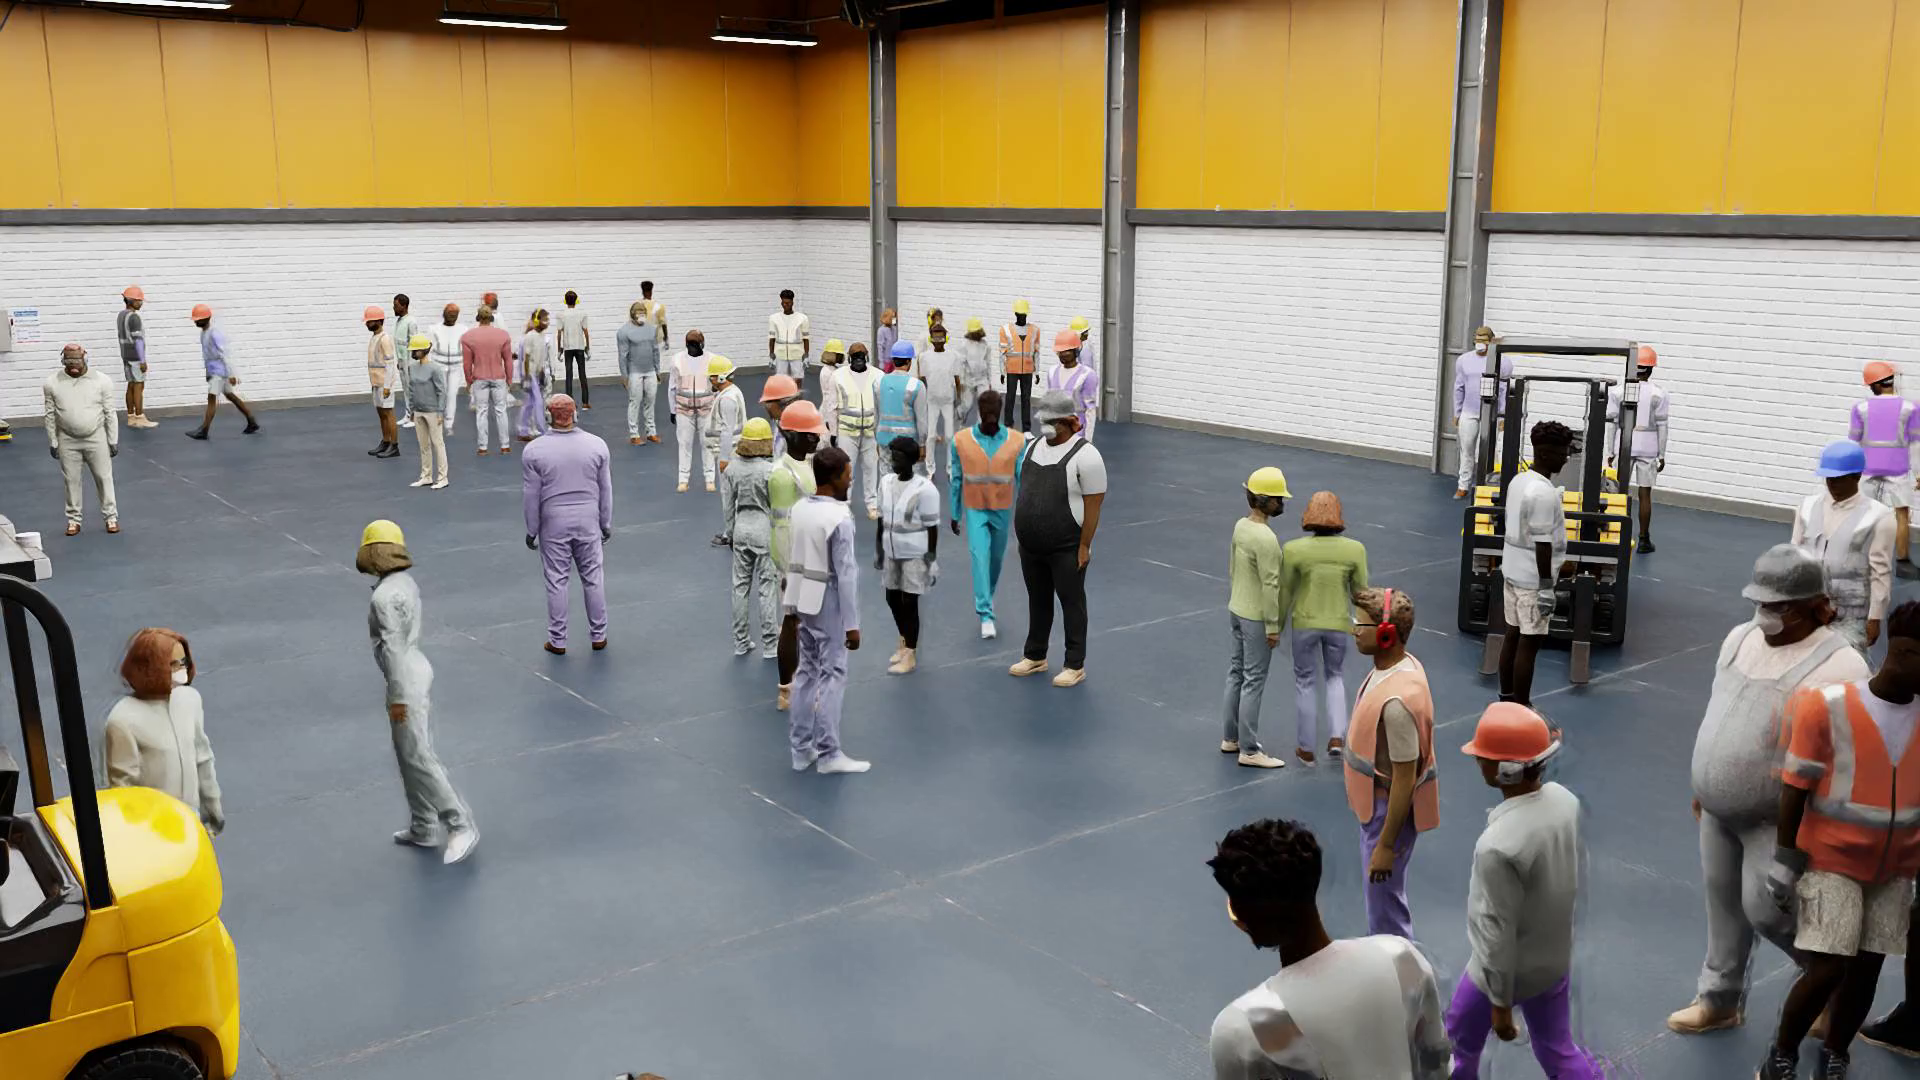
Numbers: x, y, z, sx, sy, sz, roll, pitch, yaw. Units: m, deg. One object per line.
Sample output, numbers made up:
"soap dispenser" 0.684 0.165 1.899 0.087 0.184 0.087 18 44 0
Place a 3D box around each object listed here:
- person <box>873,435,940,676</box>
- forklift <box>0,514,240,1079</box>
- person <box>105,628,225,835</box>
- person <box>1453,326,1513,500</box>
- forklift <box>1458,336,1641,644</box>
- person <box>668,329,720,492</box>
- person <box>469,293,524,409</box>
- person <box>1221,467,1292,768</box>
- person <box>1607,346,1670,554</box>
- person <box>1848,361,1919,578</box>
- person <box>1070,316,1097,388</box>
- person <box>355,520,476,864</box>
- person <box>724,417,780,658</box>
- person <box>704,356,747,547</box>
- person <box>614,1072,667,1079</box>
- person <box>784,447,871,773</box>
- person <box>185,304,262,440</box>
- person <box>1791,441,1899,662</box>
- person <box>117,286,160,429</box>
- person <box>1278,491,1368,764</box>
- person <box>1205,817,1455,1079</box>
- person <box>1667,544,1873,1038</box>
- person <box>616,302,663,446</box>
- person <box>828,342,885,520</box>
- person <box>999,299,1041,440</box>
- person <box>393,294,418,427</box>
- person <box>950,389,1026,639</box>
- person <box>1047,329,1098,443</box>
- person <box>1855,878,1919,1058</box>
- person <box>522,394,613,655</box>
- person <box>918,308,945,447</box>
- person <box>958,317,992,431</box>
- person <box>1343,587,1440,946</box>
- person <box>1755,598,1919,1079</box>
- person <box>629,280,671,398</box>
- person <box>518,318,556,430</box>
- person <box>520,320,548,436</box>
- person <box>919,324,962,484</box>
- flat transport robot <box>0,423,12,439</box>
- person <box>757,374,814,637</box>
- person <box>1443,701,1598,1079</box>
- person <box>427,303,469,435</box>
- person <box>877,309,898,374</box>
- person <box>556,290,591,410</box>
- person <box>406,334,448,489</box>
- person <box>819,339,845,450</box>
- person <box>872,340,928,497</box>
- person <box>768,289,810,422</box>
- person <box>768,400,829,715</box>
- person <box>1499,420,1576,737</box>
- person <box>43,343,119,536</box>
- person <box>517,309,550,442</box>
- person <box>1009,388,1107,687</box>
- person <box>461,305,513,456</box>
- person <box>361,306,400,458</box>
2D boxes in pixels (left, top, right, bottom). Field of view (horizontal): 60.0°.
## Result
"person" -0.392 0.105 11.624 0.568 1.683 0.433 10 16 41
"forklift" -3.687 1.115 5.480 2.313 2.155 1.214 -9 15 -36
"person" -3.176 1.143 6.721 0.334 1.620 0.514 3 12 13
"person" 5.679 -1.370 18.134 0.625 1.931 0.379 9 15 36
"forklift" 4.683 -0.471 13.136 1.214 2.155 2.313 4 12 20
"person" -2.973 -1.450 18.739 0.620 1.838 0.430 -1 12 -5
"person" -7.325 -2.937 25.975 0.580 1.833 1.023 11 16 41
"person" 1.750 0.446 9.755 0.322 1.765 0.533 -2 12 -12
"person" 6.320 -0.839 15.538 0.543 1.939 0.355 7 14 32
"person" 8.200 -0.613 14.598 0.778 1.882 0.365 9 15 37
"person" 1.512 -1.883 20.849 0.404 1.827 0.590 0 12 1
"person" -2.745 0.754 8.422 0.574 1.696 0.576 -1 12 -6
"person" -1.467 -0.020 12.054 0.492 1.742 0.323 6 13 25
"person" -2.225 -0.846 15.868 0.403 1.819 0.602 -1 12 -3
"person" -0.521 1.804 3.015 0.349 1.840 0.506 -7 14 -32
"person" -0.791 0.413 9.602 0.416 1.907 0.615 -7 14 -30
"person" -10.185 -2.324 22.901 1.031 1.878 0.600 -10 15 -39
"person" 5.077 0.380 9.671 0.421 1.937 0.616 -7 13 -29
"person" -11.829 -2.619 23.903 0.611 2.032 0.403 11 16 43
"person" 2.113 0.520 9.756 0.535 1.616 0.328 -1 12 -2
"person" 0.855 1.564 4.007 0.688 1.905 0.894 -8 14 -34
"person" 3.159 0.984 6.484 0.618 2.000 0.695 -3 12 -15
"person" -4.282 -2.226 22.271 0.386 1.927 0.641 11 16 43
"person" -1.036 -1.111 17.086 0.634 1.842 0.429 -3 12 -12
"person" 0.821 -2.327 22.744 0.587 1.929 0.361 -3 12 -14
"person" -7.994 -2.595 24.068 0.392 1.919 0.590 -9 15 -37
"person" 0.223 -0.249 12.845 0.602 1.881 0.969 -1 12 -7
"person" 1.055 -1.054 16.346 0.609 2.034 0.401 11 16 42
"person" 3.862 1.103 6.185 0.642 1.926 0.820 -8 14 -33
"person" -2.854 -0.115 12.121 0.638 1.907 0.407 -5 13 -23
"person" -0.359 -2.196 22.313 0.390 1.860 0.577 8 14 34
"person" 0.190 -2.170 22.481 0.489 1.709 0.718 -4 12 -20
"person" 1.668 1.087 6.464 0.372 1.840 0.570 2 12 11
"person" 3.222 1.166 5.897 0.664 1.927 0.505 0 12 0
"person" -5.106 -3.322 27.547 0.607 1.936 0.851 2 12 9
"person" -5.956 -2.317 23.430 0.514 1.630 0.318 -2 12 -8
"person" -5.923 -2.239 23.067 0.371 1.621 0.525 1 12 6
"person" -0.228 -1.570 19.270 0.510 1.861 0.324 0 12 -1
"flat transport robot" -13.565 -1.533 22.934 0.652 0.197 1.431 -9 15 -36
"person" -1.216 -0.225 12.417 0.548 2.015 0.630 -4 12 -17
"person" 1.878 1.366 5.440 0.560 1.715 0.866 -10 15 -40
"person" -7.204 -2.420 23.436 0.617 1.848 0.743 -4 12 -17
"person" -1.086 -2.682 25.180 0.268 1.630 0.507 6 13 26
"person" -6.020 -2.956 25.922 0.518 1.874 0.326 -3 12 -12
"person" -6.088 -1.457 18.945 0.533 1.766 0.319 7 14 30
"person" -1.420 -1.382 18.637 0.312 1.741 0.487 2 12 8
"person" -0.574 -0.969 16.176 0.601 1.939 0.410 6 13 27
"person" -2.519 -2.713 24.520 0.614 1.963 0.362 1 12 4
"person" -1.019 0.114 10.715 0.393 2.037 0.604 2 12 9
"person" 3.565 0.229 10.327 0.377 1.958 0.600 0 12 2
"person" -8.626 -0.986 16.358 0.641 1.899 0.394 -4 12 -19
"person" -5.682 -2.188 22.378 0.775 1.823 0.555 1 12 6
"person" 0.625 -0.025 11.357 0.684 2.000 0.538 11 16 42
"person" -6.050 -2.042 21.347 0.631 1.940 0.372 -4 12 -17
"person" -7.405 -2.015 21.222 0.363 1.935 0.551 -9 15 -37
